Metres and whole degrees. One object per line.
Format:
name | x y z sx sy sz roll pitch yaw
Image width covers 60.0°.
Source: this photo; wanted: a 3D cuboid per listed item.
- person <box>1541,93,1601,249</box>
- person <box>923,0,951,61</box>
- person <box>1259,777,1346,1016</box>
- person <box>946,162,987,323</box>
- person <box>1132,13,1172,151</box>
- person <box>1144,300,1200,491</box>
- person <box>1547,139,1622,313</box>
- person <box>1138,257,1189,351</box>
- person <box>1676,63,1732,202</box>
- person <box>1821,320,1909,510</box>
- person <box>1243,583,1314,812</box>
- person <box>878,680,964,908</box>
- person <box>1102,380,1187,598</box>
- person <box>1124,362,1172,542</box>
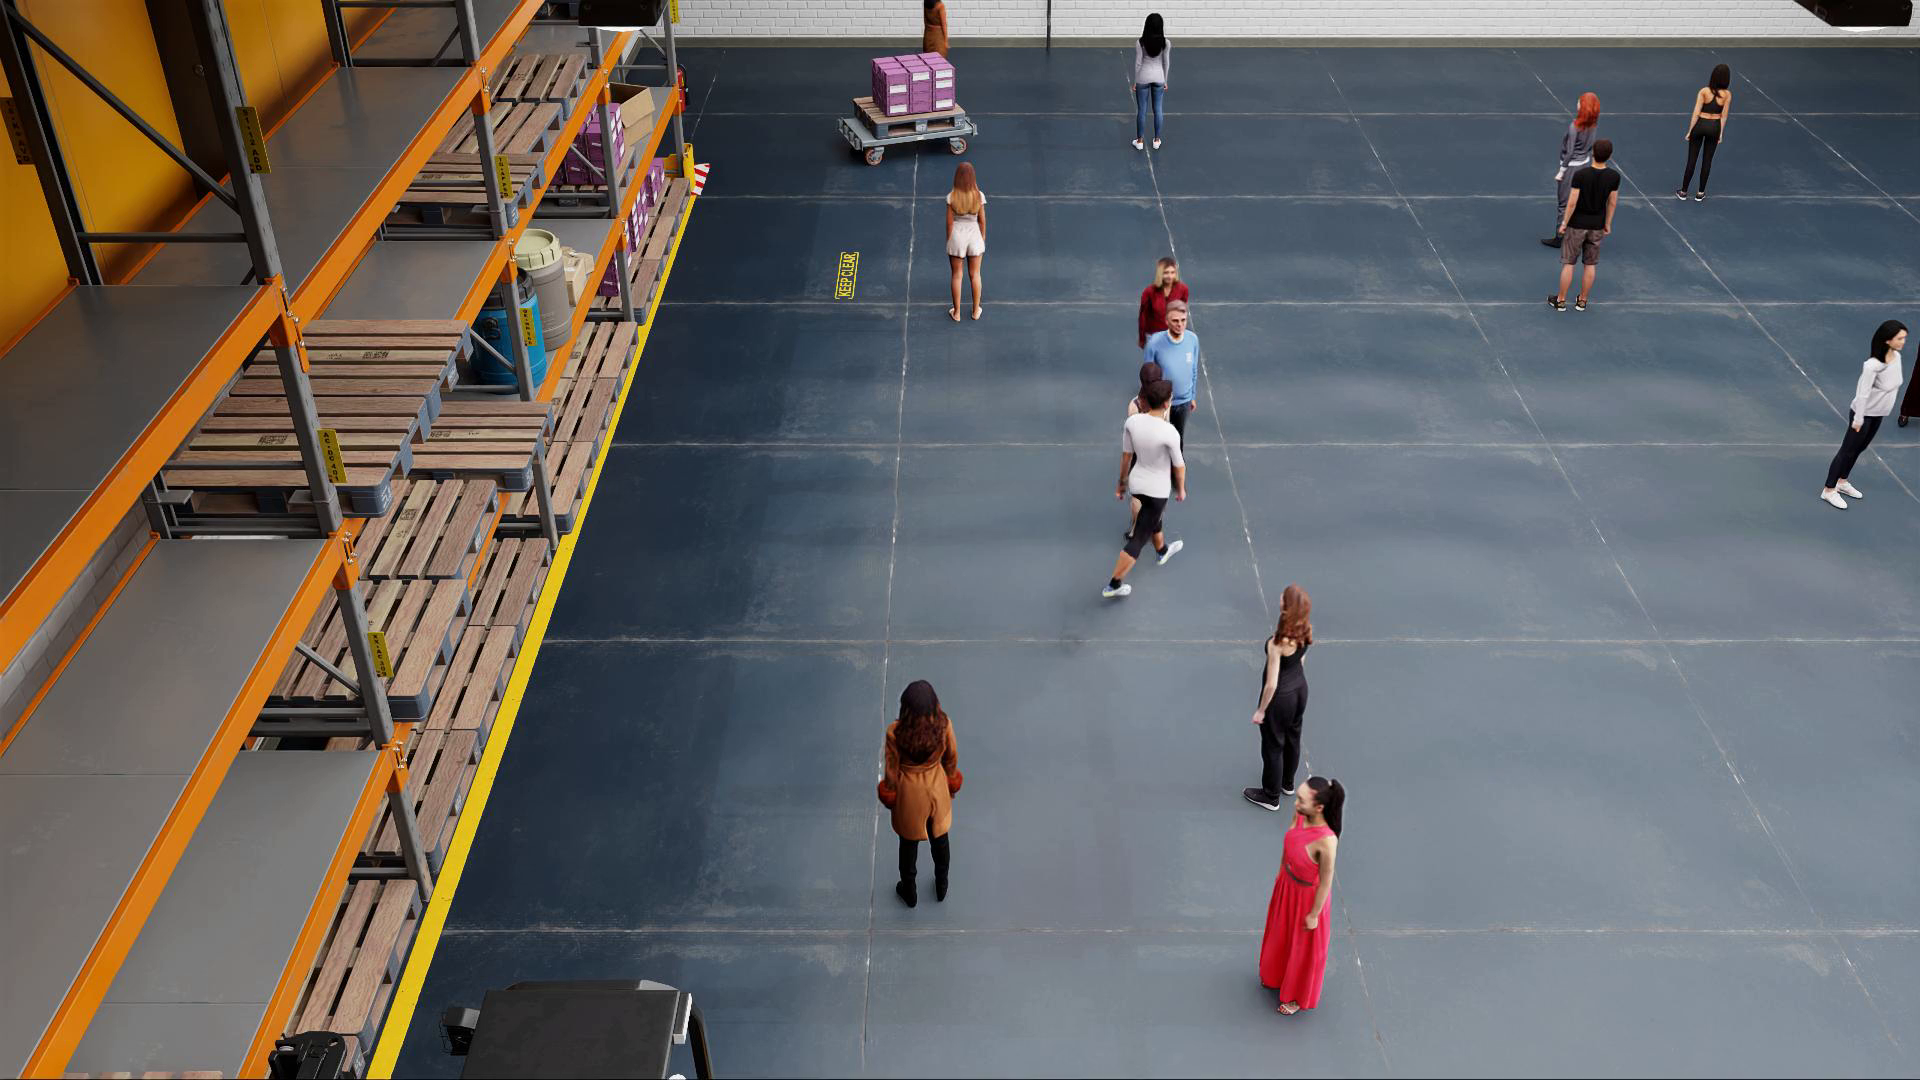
person | 6.902 -4.163 18.699 0.659 1.779 0.679 -20 39 -27
person | -0.341 -6.859 22.836 0.694 1.690 0.632 -29 43 -36
person | 1.948 2.015 9.453 0.743 1.726 0.609 -10 35 -15
person | 0.049 -3.073 17.134 0.588 1.696 0.566 -4 34 -5
person | 2.447 -5.877 21.317 0.620 1.736 0.547 -3 34 -5
person | 1.797 -1.237 14.262 0.720 1.817 0.666 -10 35 -14
person | 6.505 -3.271 17.283 0.681 1.861 0.577 1 34 2
person | 1.851 -1.907 15.461 0.801 1.606 1.110 -9 35 -13
person | 8.923 -4.881 19.903 0.608 1.643 0.590 10 35 15
person | 7.717 -1.093 14.151 0.711 1.701 0.753 -24 41 -32
person | 2.136 1.028 10.918 0.660 1.747 0.718 -28 43 -35
person | -0.237 1.549 10.159 0.741 1.720 0.678 -8 34 -12
person | 1.423 -0.348 12.934 1.234 1.807 1.233 -28 42 -35
person | 1.529 -0.710 13.622 0.635 1.649 0.651 -17 37 -23
